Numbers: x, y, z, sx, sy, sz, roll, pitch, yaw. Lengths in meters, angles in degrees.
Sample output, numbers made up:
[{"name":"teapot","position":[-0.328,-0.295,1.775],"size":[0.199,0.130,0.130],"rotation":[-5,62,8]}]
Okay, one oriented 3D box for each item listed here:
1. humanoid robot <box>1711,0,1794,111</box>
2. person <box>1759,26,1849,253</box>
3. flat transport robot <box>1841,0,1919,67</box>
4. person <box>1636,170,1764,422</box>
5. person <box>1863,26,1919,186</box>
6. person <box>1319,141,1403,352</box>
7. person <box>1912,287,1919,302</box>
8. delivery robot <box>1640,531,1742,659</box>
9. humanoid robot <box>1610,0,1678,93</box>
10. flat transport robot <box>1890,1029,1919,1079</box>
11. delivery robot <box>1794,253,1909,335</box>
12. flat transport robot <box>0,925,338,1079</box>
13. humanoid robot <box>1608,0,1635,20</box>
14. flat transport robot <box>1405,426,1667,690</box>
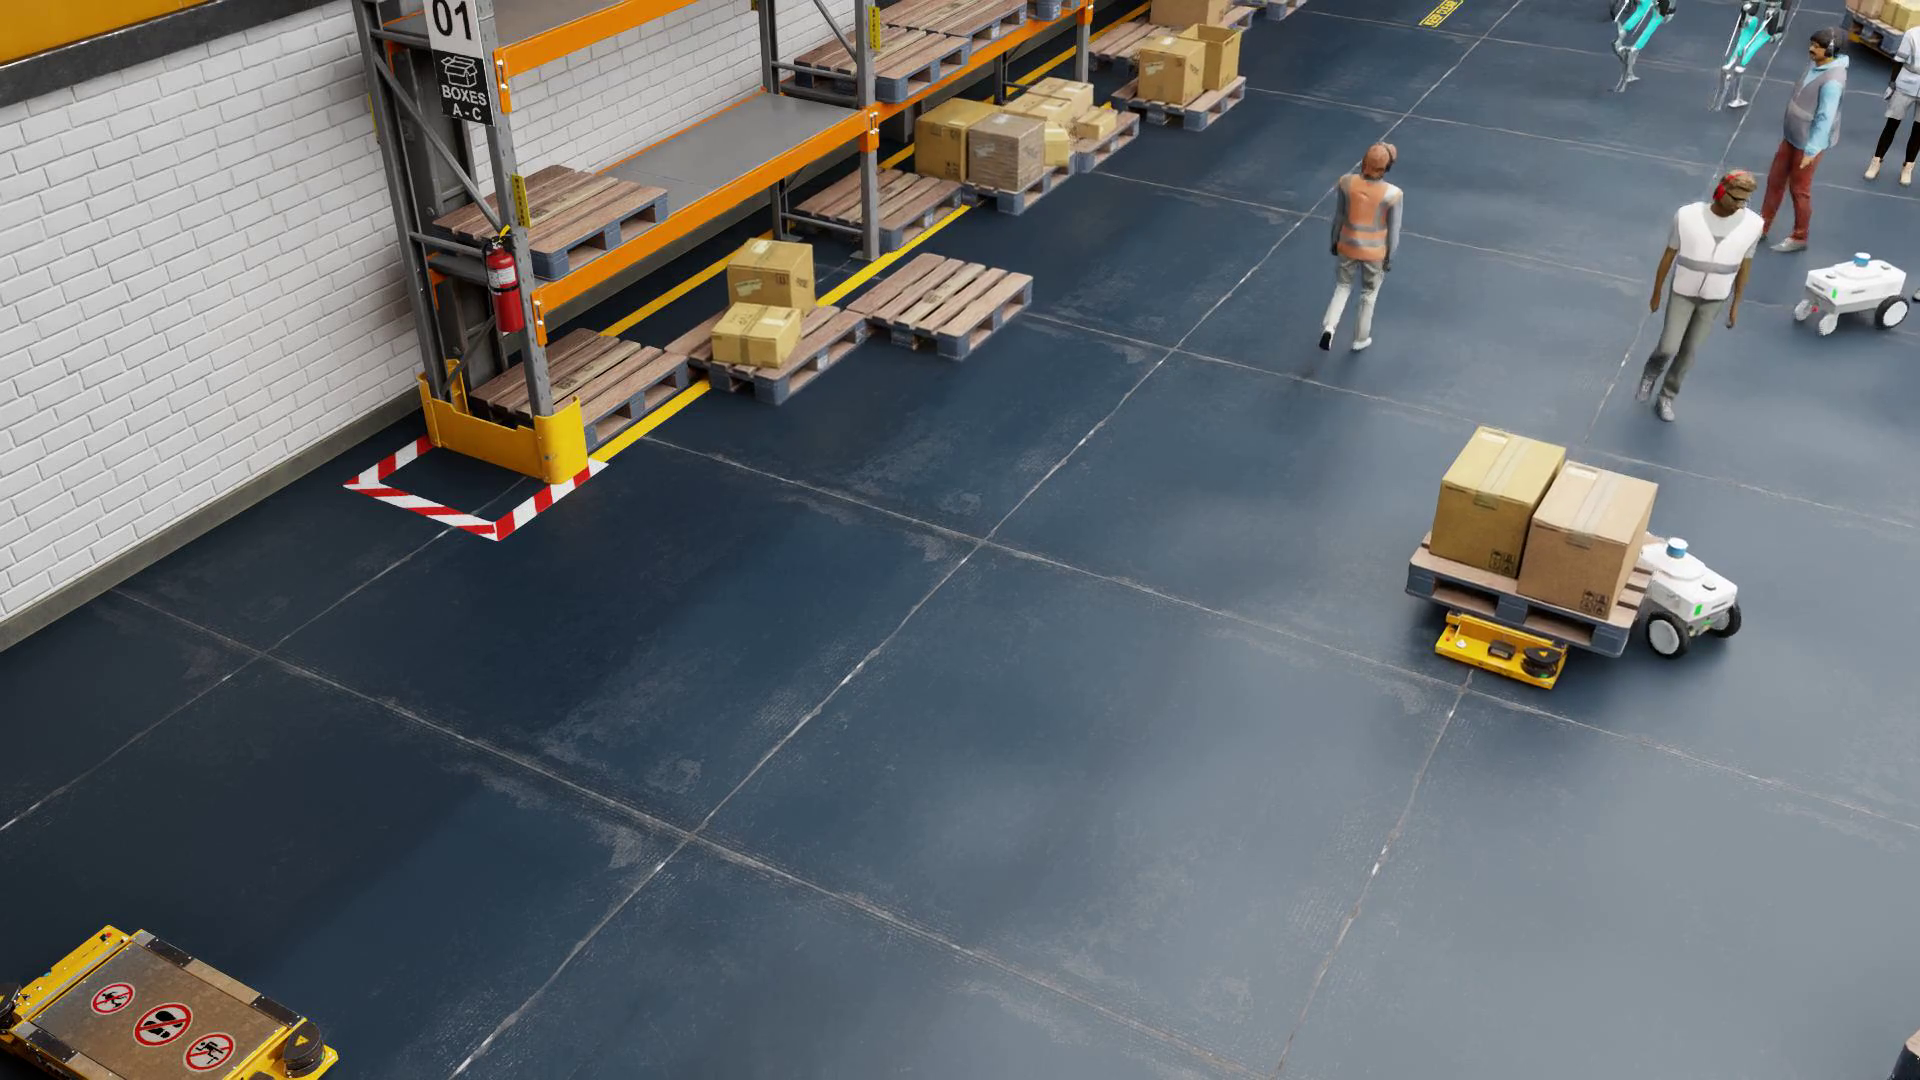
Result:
[{"name":"humanoid robot","position":[7.861,-5.080,16.607],"size":[0.716,1.906,0.549],"rotation":[-17,37,-24]},{"name":"person","position":[6.891,-3.263,13.645],"size":[0.540,1.872,0.555],"rotation":[1,33,2]},{"name":"flat transport robot","position":[10.514,-5.417,18.343],"size":[0.659,0.231,1.431],"rotation":[-3,34,-4]},{"name":"person","position":[4.981,-1.638,11.226],"size":[0.572,1.816,0.459],"rotation":[6,34,10]},{"name":"person","position":[8.619,-4.039,14.962],"size":[0.539,1.695,0.317],"rotation":[17,37,24]},{"name":"person","position":[2.908,-2.087,12.072],"size":[0.524,1.620,0.497],"rotation":[20,39,28]},{"name":"person","position":[7.865,-2.684,12.780],"size":[0.568,1.842,0.373],"rotation":[17,37,24]},{"name":"delivery robot","position":[4.027,0.263,9.485],"size":[0.499,0.587,0.777],"rotation":[-17,37,-24]},{"name":"humanoid robot","position":[7.039,-5.467,17.183],"size":[0.714,1.906,0.550],"rotation":[-17,37,-24]},{"name":"flat transport robot","position":[4.456,2.366,6.568],"size":[1.431,0.231,0.659],"rotation":[-22,39,-30]},{"name":"delivery robot","position":[6.865,-1.916,12.785],"size":[0.795,0.592,0.499],"rotation":[-10,35,-15]},{"name":"flat transport robot","position":[-3.387,2.085,6.994],"size":[1.431,0.231,0.659],"rotation":[17,37,24]},{"name":"humanoid robot","position":[7.884,-6.945,19.405],"size":[0.697,1.633,0.596],"rotation":[-16,37,-22]},{"name":"flat transport robot","position":[3.306,0.331,9.647],"size":[0.659,0.231,1.431],"rotation":[19,38,26]}]
